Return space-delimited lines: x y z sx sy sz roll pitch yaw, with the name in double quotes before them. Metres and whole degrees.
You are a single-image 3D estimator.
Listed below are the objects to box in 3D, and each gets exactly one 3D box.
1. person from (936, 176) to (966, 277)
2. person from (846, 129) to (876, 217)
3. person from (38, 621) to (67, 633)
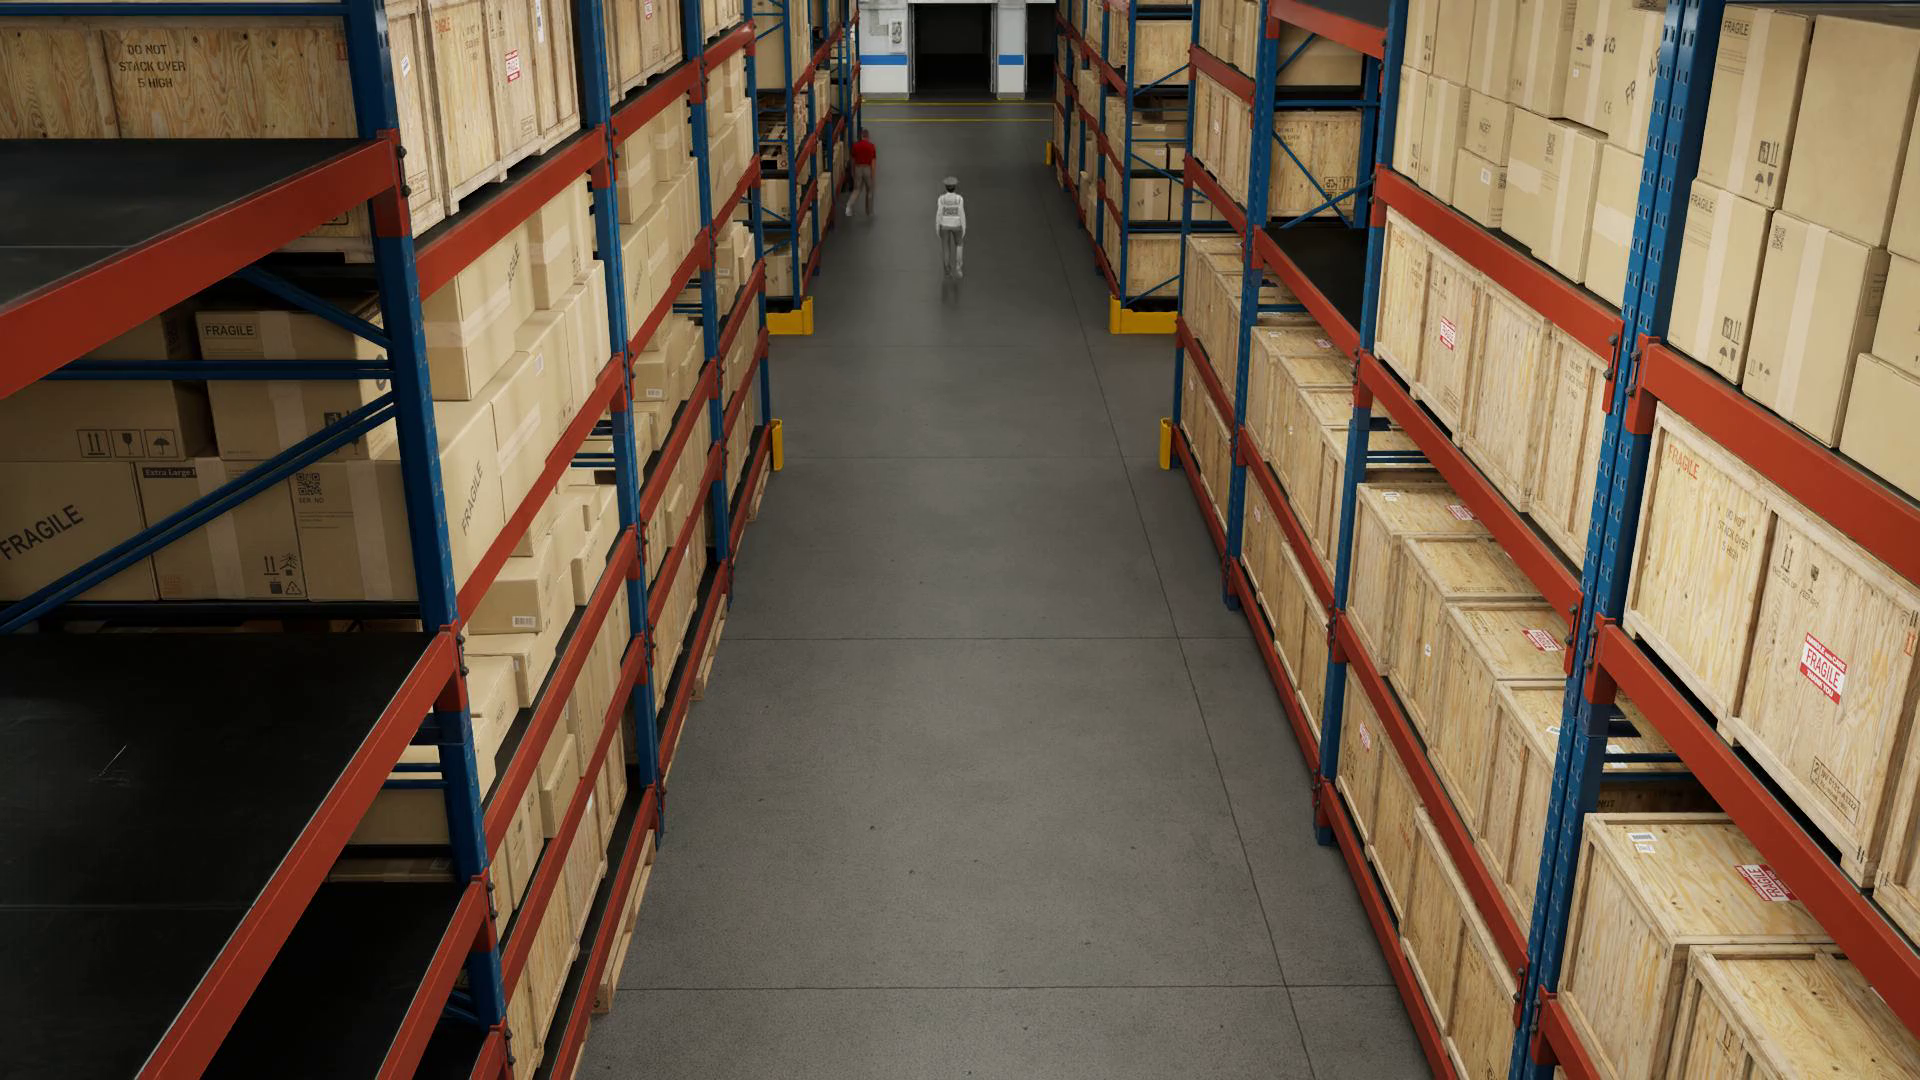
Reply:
"person" -0.155 -5.245 27.901 0.510 1.685 0.477 0 22 1
"person" -1.944 -7.252 32.950 0.576 1.716 0.808 8 23 19
"person" -7.950 0.086 14.203 0.643 1.783 0.501 5 22 13
